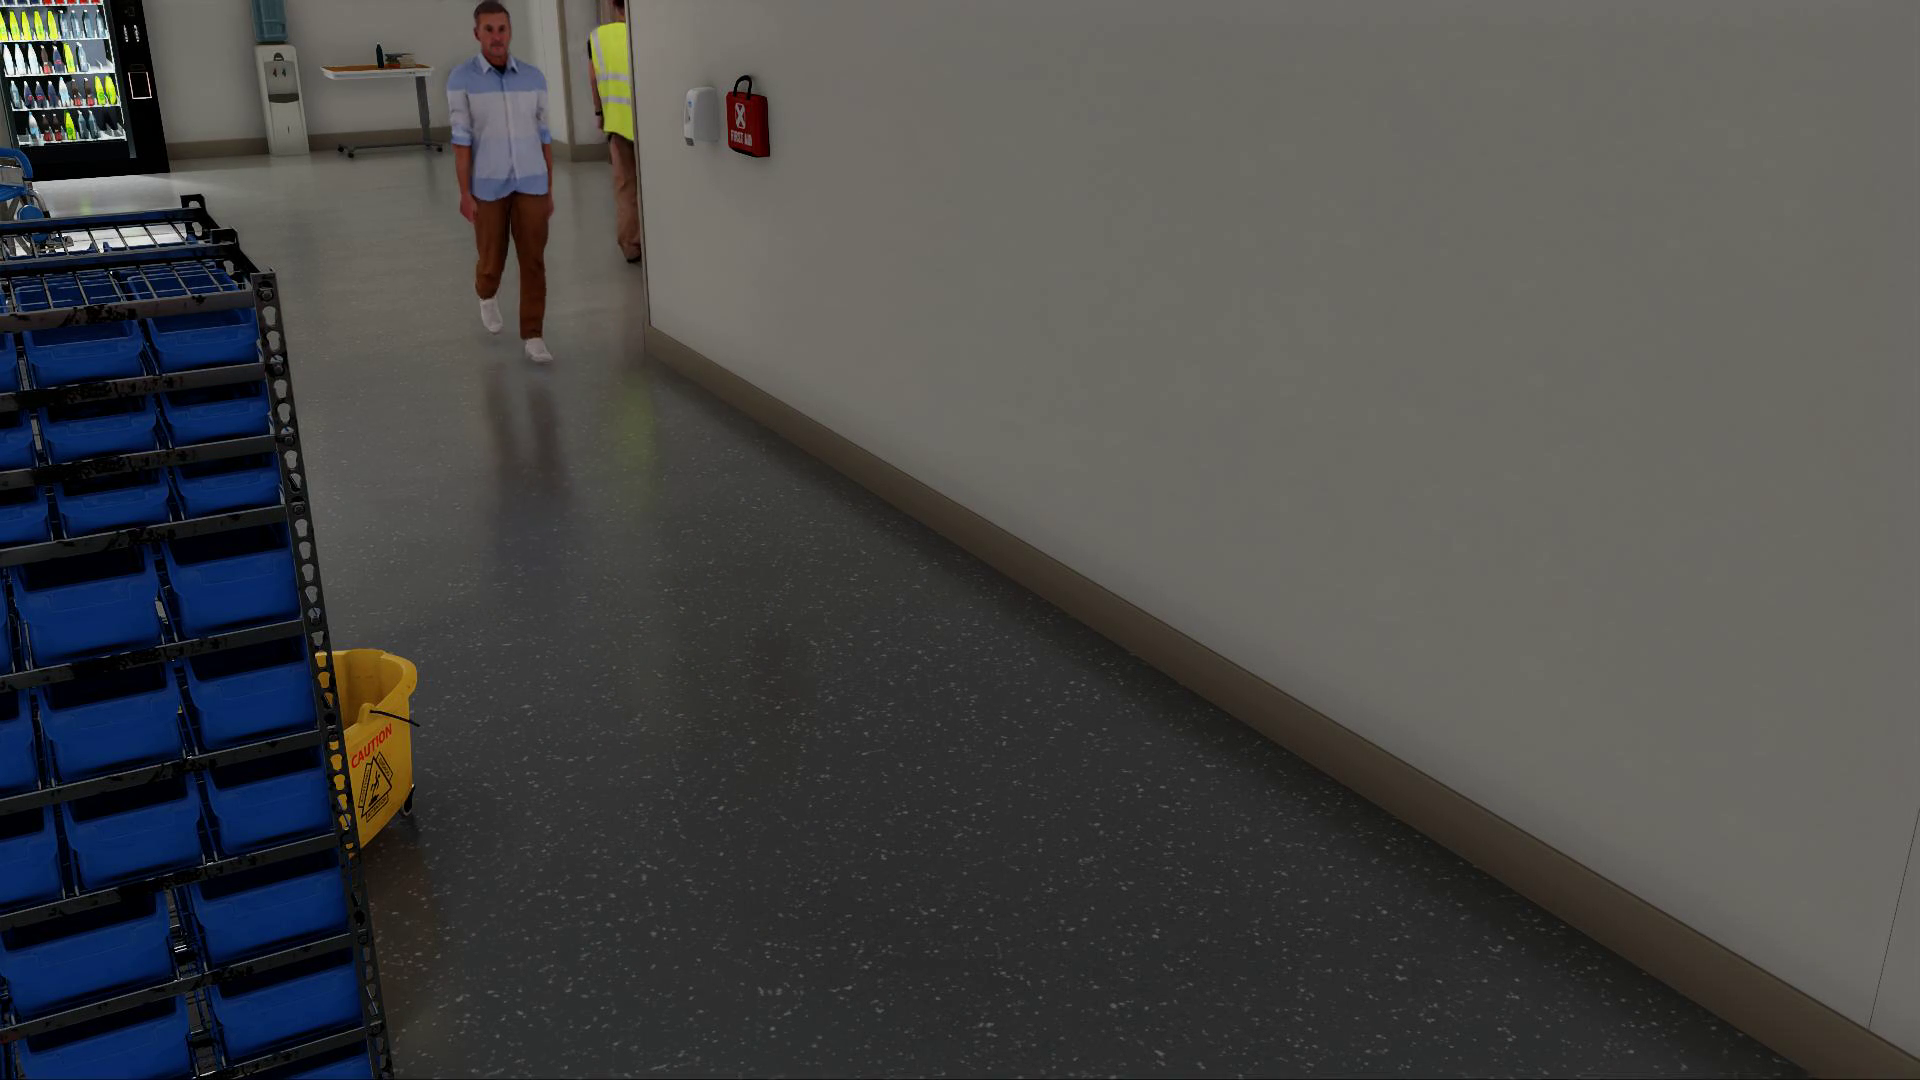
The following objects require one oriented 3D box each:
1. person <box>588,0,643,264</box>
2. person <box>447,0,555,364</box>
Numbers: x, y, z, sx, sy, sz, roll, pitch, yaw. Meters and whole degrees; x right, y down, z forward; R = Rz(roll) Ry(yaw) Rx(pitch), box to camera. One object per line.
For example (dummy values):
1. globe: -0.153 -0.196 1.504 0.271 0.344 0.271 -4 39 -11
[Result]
1. person: -2.174 -2.729 10.950 0.874 1.830 0.937 5 21 13
2. person: -2.374 -1.848 8.659 0.938 1.804 0.755 -11 23 -27
